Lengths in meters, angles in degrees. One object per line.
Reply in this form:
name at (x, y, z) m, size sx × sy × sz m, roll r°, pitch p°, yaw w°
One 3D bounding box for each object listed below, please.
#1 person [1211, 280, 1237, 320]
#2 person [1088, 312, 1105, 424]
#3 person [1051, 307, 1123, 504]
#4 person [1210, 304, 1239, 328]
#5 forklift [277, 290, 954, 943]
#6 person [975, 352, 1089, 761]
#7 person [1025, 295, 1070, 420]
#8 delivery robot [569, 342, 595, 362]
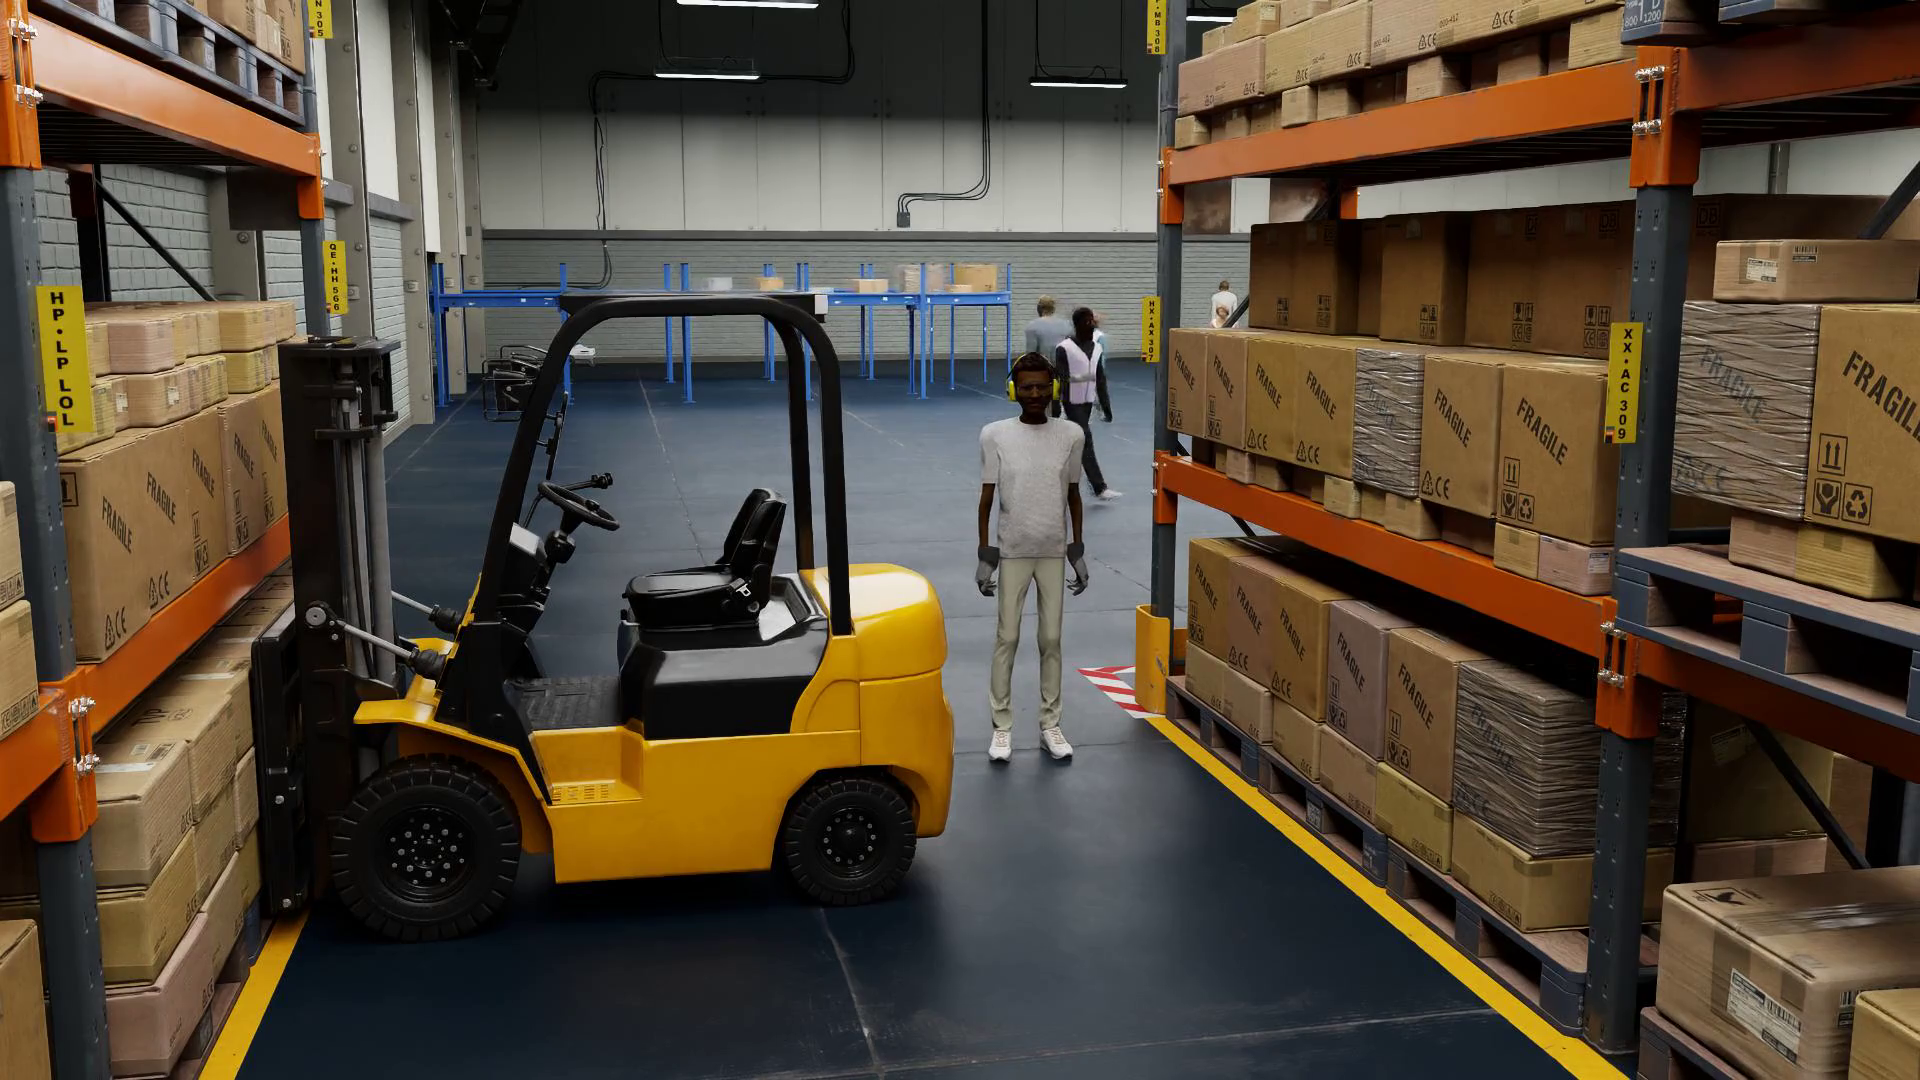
person at (6.192, -5.121, 39.074) m, size 0.635 × 1.937 × 0.352 m, roll -2°, pitch 10°, yaw -12°
person at (1.887, -2.430, 23.632) m, size 0.644 × 1.615 × 0.526 m, roll -7°, pitch 12°, yaw -38°
person at (1.187, -1.299, 15.995) m, size 0.996 × 1.862 × 0.613 m, roll 8°, pitch 13°, yaw 42°
person at (4.560, -3.211, 28.432) m, size 0.621 × 1.610 × 0.642 m, roll 1°, pitch 9°, yaw 8°
forklift at (-1.179, 0.175, 6.143) m, size 2.313 × 2.155 × 1.214 m, roll -2°, pitch 10°, yaw -12°
person at (0.334, 0.076, 7.606) m, size 0.532 × 1.870 × 0.315 m, roll -2°, pitch 9°, yaw -10°
person at (1.003, -2.045, 20.423) m, size 0.657 × 1.897 × 0.977 m, roll -4°, pitch 10°, yaw -26°
delivery robot at (-8.711, -4.290, 38.060) m, size 0.707 × 0.478 × 0.477 m, roll -2°, pitch 10°, yaw -12°
